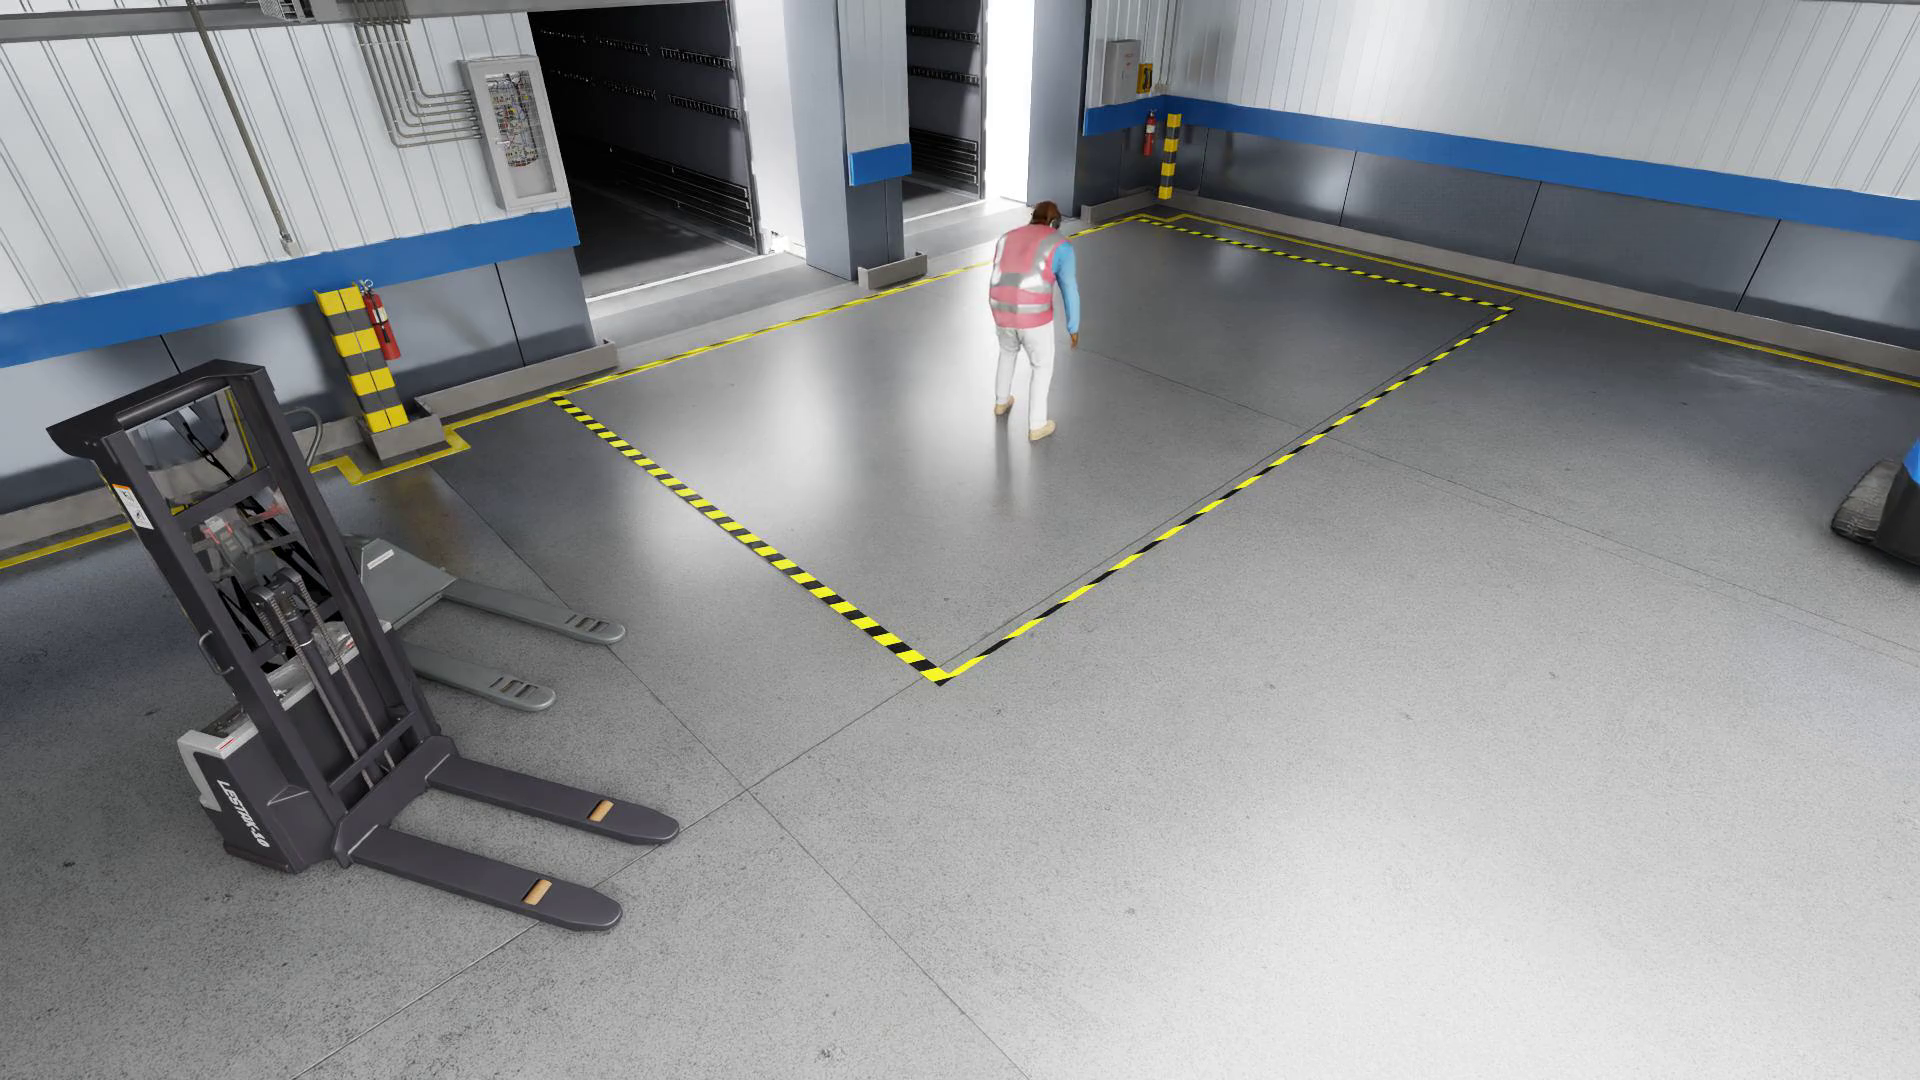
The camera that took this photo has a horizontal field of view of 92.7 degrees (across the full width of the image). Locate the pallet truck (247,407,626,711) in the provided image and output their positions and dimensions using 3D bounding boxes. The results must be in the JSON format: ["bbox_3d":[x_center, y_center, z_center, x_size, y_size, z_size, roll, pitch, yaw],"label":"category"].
[{"bbox_3d":[-2.628,0.038,4.590,1.601,1.201,0.680,12,36,18],"label":"pallet truck"}]

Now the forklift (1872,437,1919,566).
[{"bbox_3d":[6.642,-0.928,5.023,2.680,2.036,1.157,-18,38,-24],"label":"forklift"}]

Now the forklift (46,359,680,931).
[{"bbox_3d":[-2.135,0.422,3.354,1.885,1.965,0.823,10,35,14],"label":"forklift"}]

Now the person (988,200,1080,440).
[{"bbox_3d":[0.565,-1.612,6.735,0.753,1.570,0.783,18,38,25],"label":"person"}]
